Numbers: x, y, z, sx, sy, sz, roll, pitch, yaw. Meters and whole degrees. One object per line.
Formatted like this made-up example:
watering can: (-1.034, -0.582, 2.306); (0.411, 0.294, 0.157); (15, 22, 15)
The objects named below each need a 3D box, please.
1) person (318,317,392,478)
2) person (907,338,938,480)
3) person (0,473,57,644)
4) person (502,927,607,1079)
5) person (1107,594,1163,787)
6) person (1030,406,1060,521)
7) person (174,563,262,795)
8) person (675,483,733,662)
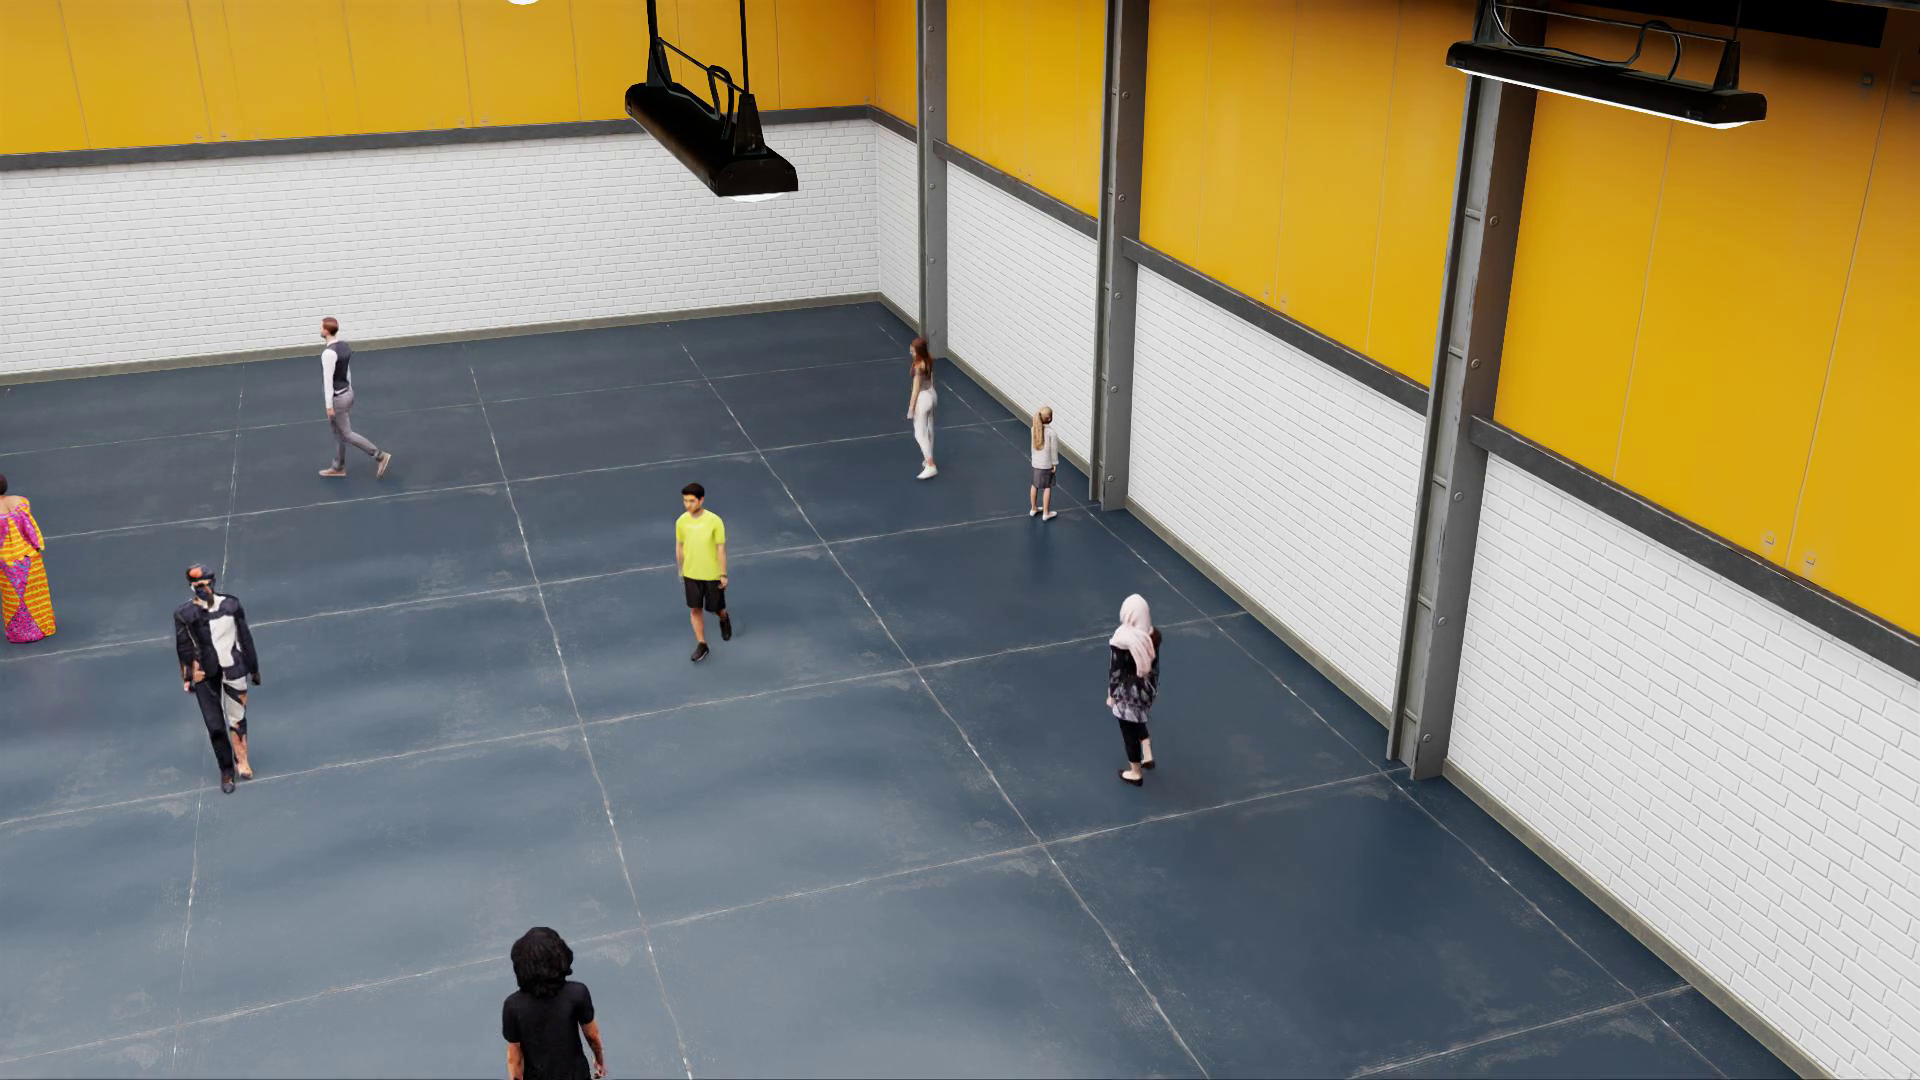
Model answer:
person: (-7.036, -1.603, 19.080); (0.989, 1.910, 1.156); (1, 24, 1)
person: (-0.390, -1.588, 19.330); (0.866, 1.682, 0.782); (16, 28, 32)
person: (-8.797, 0.118, 15.422); (0.839, 1.686, 0.779); (10, 26, 22)
person: (-2.146, 2.932, 8.853); (0.761, 1.791, 1.188); (-5, 24, -11)
person: (1.426, 1.213, 12.996); (0.735, 1.623, 0.777); (-21, 31, -40)
person: (0.904, -0.857, 18.165); (0.579, 1.275, 0.653); (17, 29, 34)
person: (-5.847, 1.022, 13.112); (0.774, 1.881, 0.779); (-13, 27, -28)
person: (-2.310, 0.255, 15.101); (0.844, 1.692, 0.938); (4, 24, 10)
